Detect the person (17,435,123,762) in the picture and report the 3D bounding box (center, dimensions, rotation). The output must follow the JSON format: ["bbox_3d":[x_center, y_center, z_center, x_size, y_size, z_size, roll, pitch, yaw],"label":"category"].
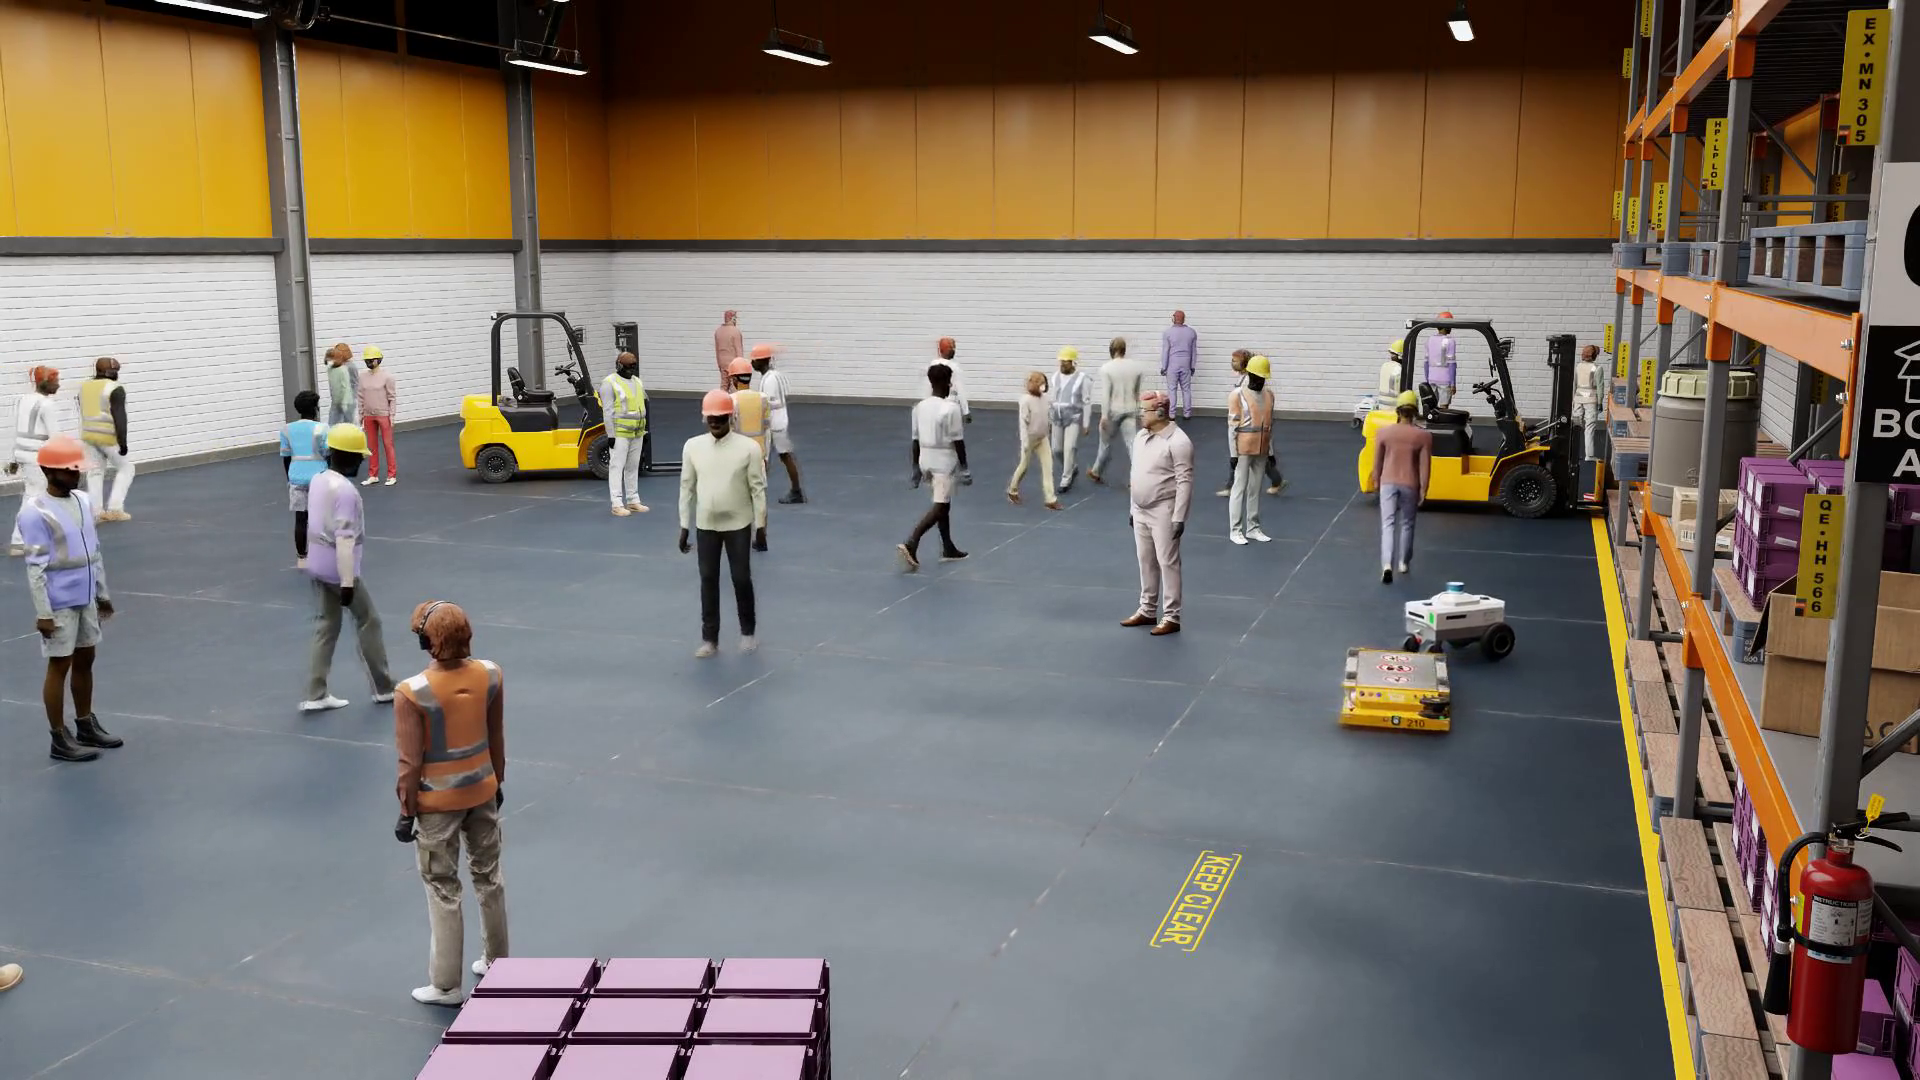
[{"bbox_3d":[-5.236,0.338,9.826,0.385,1.930,0.561,1,10,8],"label":"person"}]

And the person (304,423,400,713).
[{"bbox_3d":[-3.965,0.179,10.863,0.787,1.883,0.623,-10,14,-43],"label":"person"}]

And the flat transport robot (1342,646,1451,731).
[{"bbox_3d":[2.882,0.960,10.997,0.652,0.197,1.431,3,10,14],"label":"flat transport robot"}]

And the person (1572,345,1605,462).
[{"bbox_3d":[8.800,-1.915,23.333,0.306,1.640,0.521,-6,12,-31],"label":"person"}]

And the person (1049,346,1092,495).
[{"bbox_3d":[1.331,-1.481,20.395,0.612,1.812,0.711,7,12,35],"label":"person"}]

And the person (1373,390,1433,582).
[{"bbox_3d":[4.001,-0.495,15.092,0.519,1.730,0.887,3,11,17],"label":"person"}]

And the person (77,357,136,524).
[{"bbox_3d":[-9.308,-1.083,18.140,0.666,1.815,0.461,4,11,21],"label":"person"}]

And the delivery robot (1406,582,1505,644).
[{"bbox_3d":[3.639,0.552,12.232,0.707,0.478,0.477,-4,11,-22],"label":"delivery robot"}]

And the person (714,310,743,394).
[{"bbox_3d":[-3.983,-3.065,29.064,0.636,1.909,0.405,9,14,42],"label":"person"}]

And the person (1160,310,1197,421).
[{"bbox_3d":[3.769,-3.015,28.779,0.652,1.906,0.402,-3,10,-16],"label":"person"}]

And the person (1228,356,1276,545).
[{"bbox_3d":[2.982,-0.916,16.928,0.585,1.918,0.379,-7,12,-33],"label":"person"}]

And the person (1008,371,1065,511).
[{"bbox_3d":[0.846,-1.159,19.210,0.516,1.590,0.855,-8,13,-38],"label":"person"}]

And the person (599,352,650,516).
[{"bbox_3d":[-3.750,-1.197,18.739,0.429,1.838,0.621,6,12,30],"label":"person"}]

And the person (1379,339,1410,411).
[{"bbox_3d":[5.625,-1.678,21.496,0.404,1.824,0.586,-3,10,-14],"label":"person"}]

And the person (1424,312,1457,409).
[{"bbox_3d":[7.167,-2.369,24.755,0.373,2.044,0.606,-5,11,-28],"label":"person"}]

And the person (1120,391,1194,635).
[{"bbox_3d":[1.524,-0.214,13.007,0.402,1.904,0.652,-6,12,-31],"label":"person"}]

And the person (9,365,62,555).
[{"bbox_3d":[-9.063,-0.791,16.401,0.597,1.844,0.825,8,13,38],"label":"person"}]

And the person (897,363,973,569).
[{"bbox_3d":[-0.262,-0.703,15.687,0.905,1.940,0.598,-8,13,-38],"label":"person"}]

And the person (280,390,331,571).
[{"bbox_3d":[-6.027,-0.543,15.456,0.530,1.692,0.321,2,10,9],"label":"person"}]

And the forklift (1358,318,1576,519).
[{"bbox_3d":[5.787,-1.437,19.079,2.313,2.155,1.214,3,11,19],"label":"forklift"}]

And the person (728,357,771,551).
[{"bbox_3d":[-2.125,-0.831,16.398,0.542,1.936,0.364,-7,12,-35],"label":"person"}]

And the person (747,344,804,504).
[{"bbox_3d":[-2.283,-1.342,19.416,0.965,1.879,0.550,-3,10,-16],"label":"person"}]

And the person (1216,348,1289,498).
[{"bbox_3d":[3.521,-1.393,19.925,0.808,1.818,0.511,-1,10,-7],"label":"person"}]

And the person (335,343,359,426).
[{"bbox_3d":[-8.860,-2.025,23.962,0.500,1.636,0.282,5,11,28],"label":"person"}]

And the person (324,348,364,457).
[{"bbox_3d":[-8.701,-1.906,23.367,0.516,1.600,0.663,7,12,33],"label":"person"}]

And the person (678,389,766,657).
[{"bbox_3d":[-1.760,-0.126,12.283,0.635,1.993,0.402,1,10,7],"label":"person"}]

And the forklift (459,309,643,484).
[{"bbox_3d":[-5.354,-1.902,21.697,2.313,2.155,1.214,-2,10,-13],"label":"forklift"}]

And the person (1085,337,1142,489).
[{"bbox_3d":[1.968,-1.589,20.823,0.652,1.877,1.059,-5,11,-27],"label":"person"}]

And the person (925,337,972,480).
[{"bbox_3d":[-0.147,-1.645,21.164,0.505,1.864,0.579,-8,13,-38],"label":"person"}]

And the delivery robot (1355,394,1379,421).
[{"bbox_3d":[6.792,-2.186,27.648,0.477,0.478,0.707,4,11,23],"label":"delivery robot"}]

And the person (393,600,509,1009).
[{"bbox_3d":[-2.026,1.047,6.653,0.306,1.639,0.523,7,12,34],"label":"person"}]

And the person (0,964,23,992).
[{"bbox_3d":[-4.137,0.953,6.628,0.621,1.840,0.430,1,10,6],"label":"person"}]

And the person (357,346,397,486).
[{"bbox_3d":[-7.366,-1.564,21.003,0.529,1.768,0.312,2,10,13],"label":"person"}]
